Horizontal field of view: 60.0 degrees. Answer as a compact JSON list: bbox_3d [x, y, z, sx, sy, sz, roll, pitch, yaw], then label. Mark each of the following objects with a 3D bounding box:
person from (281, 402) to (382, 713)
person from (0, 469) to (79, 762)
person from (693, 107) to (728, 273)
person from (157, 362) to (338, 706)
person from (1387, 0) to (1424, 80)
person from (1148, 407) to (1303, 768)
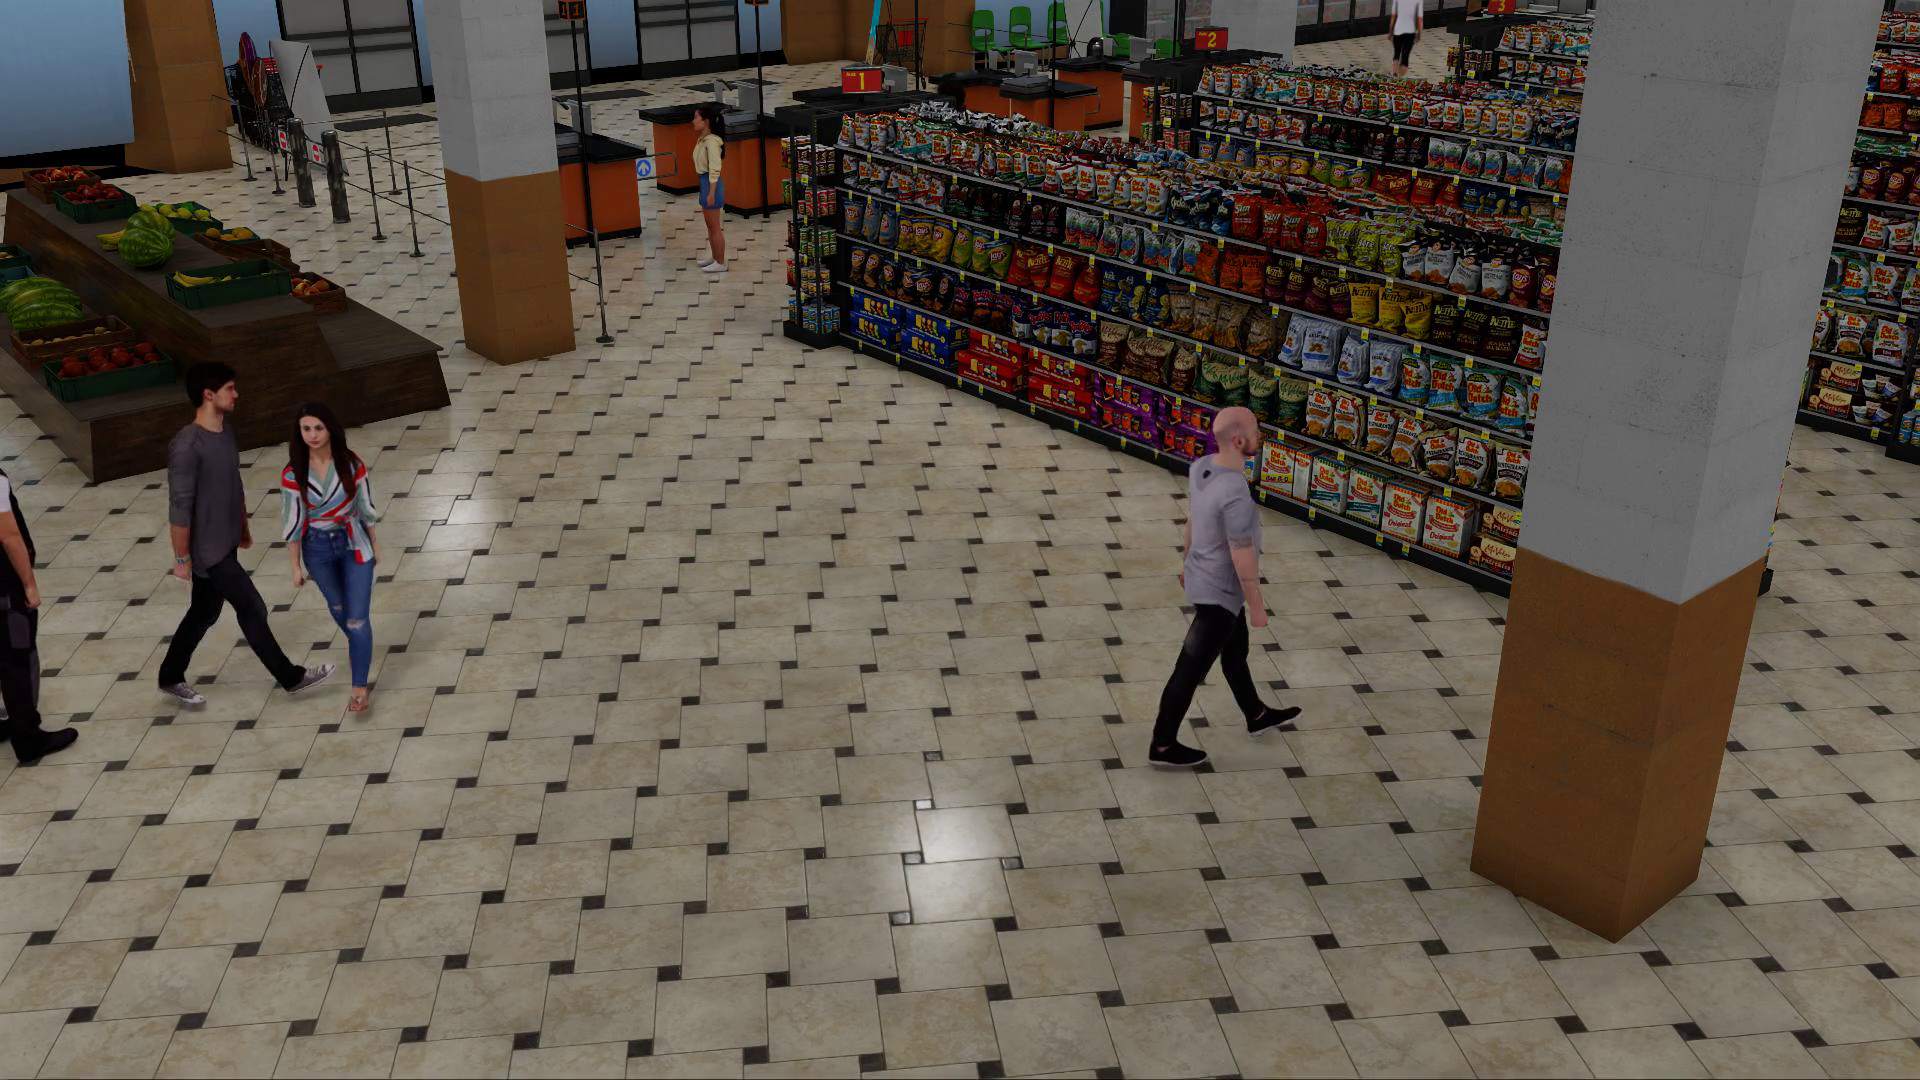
[{"bbox_3d":[-3.228,0.030,8.631,0.914,1.578,1.156,-6,24,-14],"label":"person"},{"bbox_3d":[-4.659,0.179,7.963,0.703,1.840,0.811,10,26,22],"label":"person"},{"bbox_3d":[-2.497,-3.519,16.675,0.775,1.632,0.631,-8,25,-17],"label":"person"},{"bbox_3d":[-3.845,0.039,8.334,1.155,1.800,1.197,0,24,0],"label":"person"},{"bbox_3d":[7.366,-8.426,27.634,0.741,1.837,0.861,11,26,23],"label":"person"},{"bbox_3d":[1.122,0.257,7.836,1.091,1.799,1.140,-4,24,-9],"label":"person"}]
